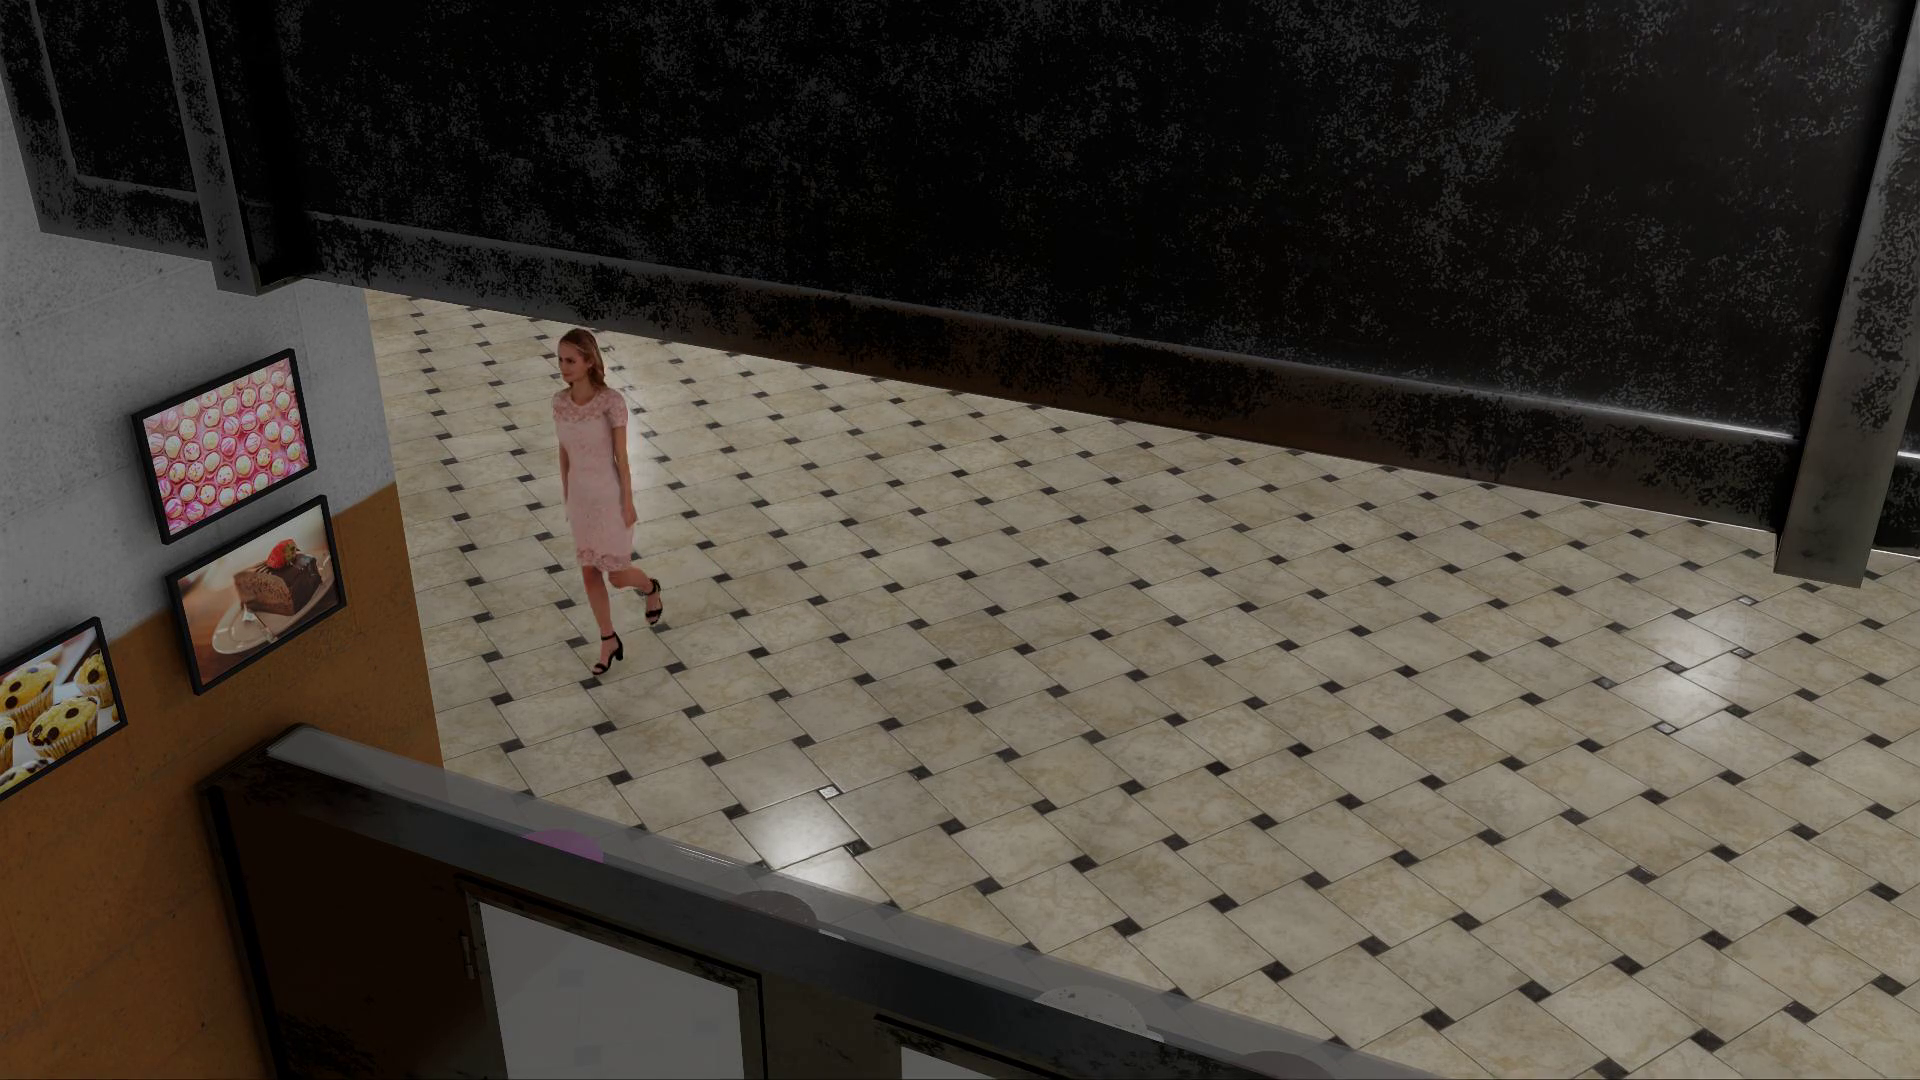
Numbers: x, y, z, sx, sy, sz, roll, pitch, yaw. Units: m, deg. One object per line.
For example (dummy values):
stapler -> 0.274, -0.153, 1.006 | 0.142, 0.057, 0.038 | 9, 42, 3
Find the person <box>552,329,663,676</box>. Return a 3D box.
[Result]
person -> -1.739, -0.204, 8.316 | 0.591, 1.814, 0.788 | 11, 29, 21
